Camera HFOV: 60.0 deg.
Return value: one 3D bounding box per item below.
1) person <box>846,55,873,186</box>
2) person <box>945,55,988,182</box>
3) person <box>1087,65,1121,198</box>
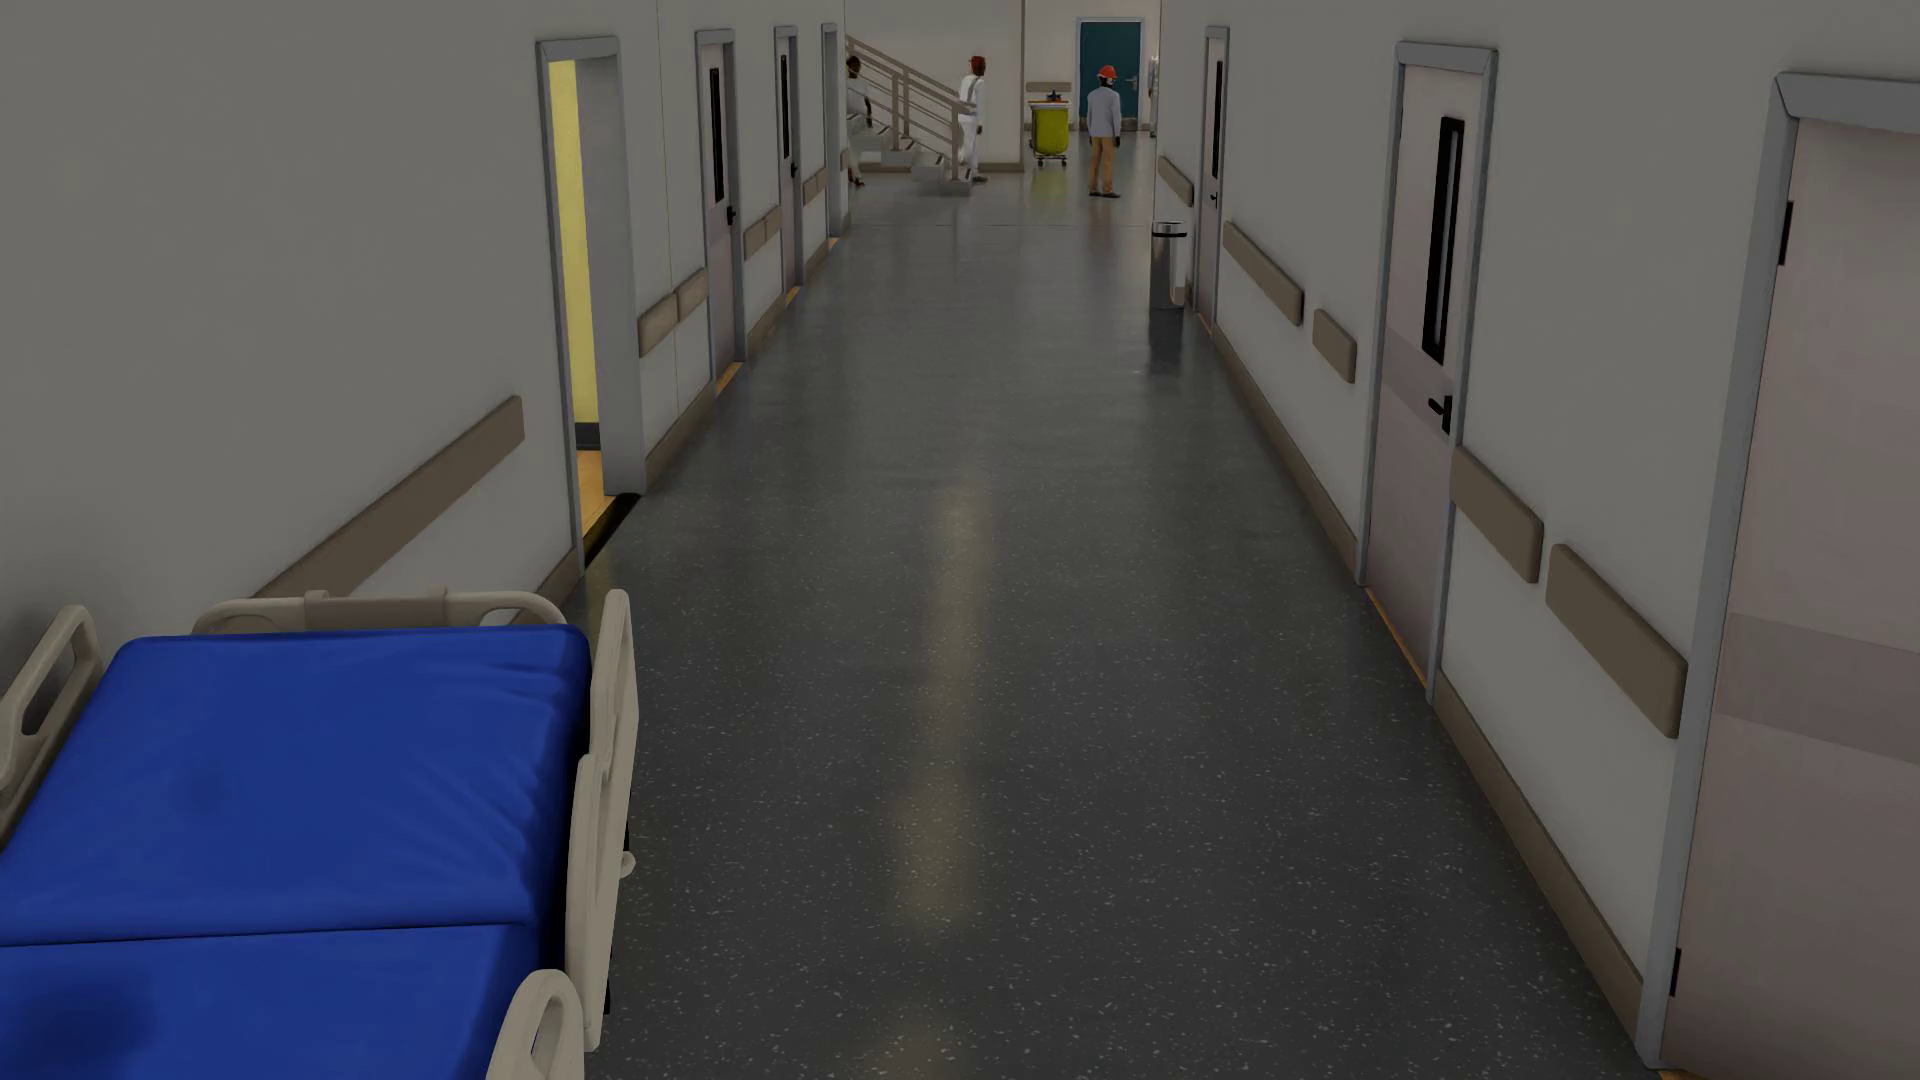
[{"bbox_3d":[-1.537,-6.109,24.221,0.533,1.844,0.777,-9,20,-26],"label":"person"},{"bbox_3d":[0.055,-6.125,24.288,0.801,1.847,0.593,-8,19,-25],"label":"person"},{"bbox_3d":[1.969,-5.512,22.482,0.341,1.749,0.572,-15,23,-40],"label":"person"}]
